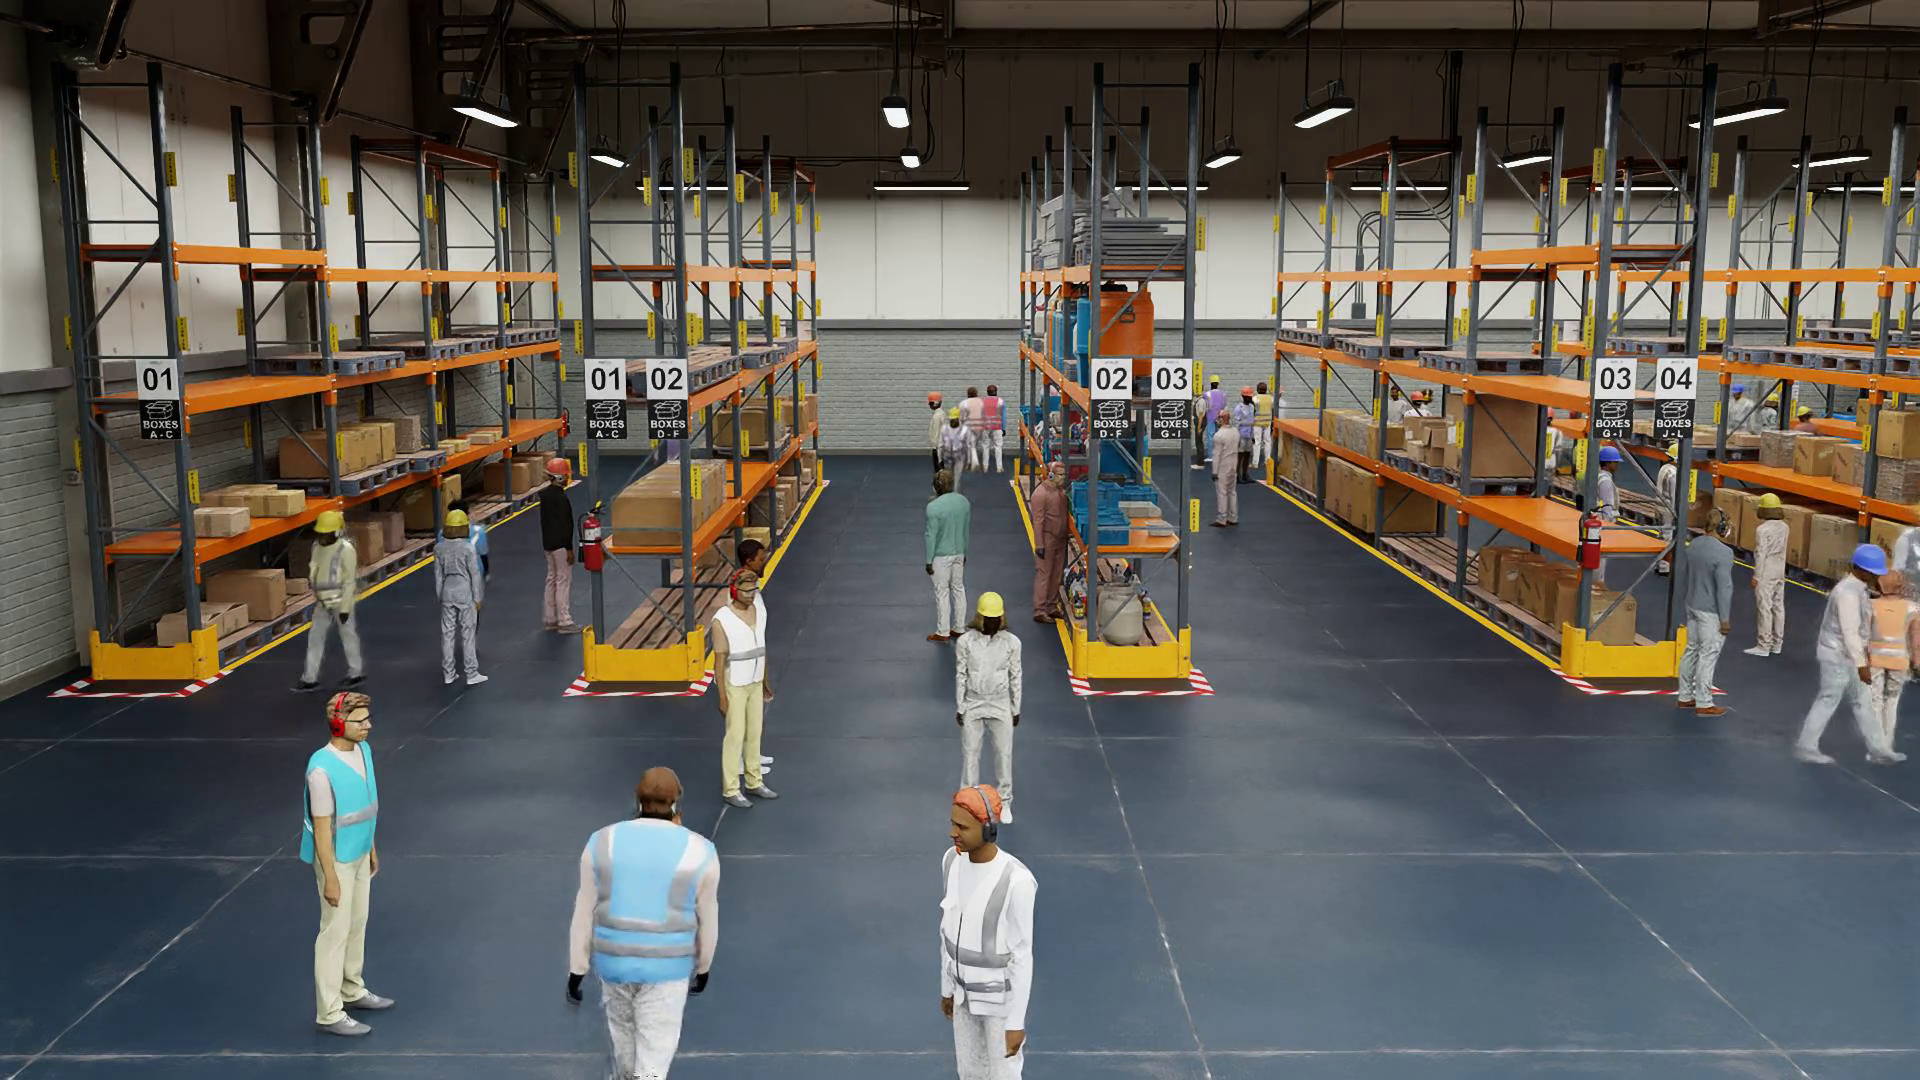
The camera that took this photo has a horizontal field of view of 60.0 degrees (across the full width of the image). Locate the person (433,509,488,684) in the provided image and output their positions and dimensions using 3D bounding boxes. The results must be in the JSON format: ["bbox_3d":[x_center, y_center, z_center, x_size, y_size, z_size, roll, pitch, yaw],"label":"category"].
[{"bbox_3d":[-4.957,0.562,16.483,0.489,1.744,0.295,2,9,14],"label":"person"}]

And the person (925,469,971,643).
[{"bbox_3d":[-0.146,0.182,18.345,0.372,1.930,0.631,9,12,44],"label":"person"}]

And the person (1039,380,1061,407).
[{"bbox_3d":[2.076,-2.721,36.645,0.682,2.000,0.537,0,9,2],"label":"person"}]

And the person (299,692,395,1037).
[{"bbox_3d":[-3.288,1.704,8.854,0.392,1.836,0.561,0,9,3],"label":"person"}]

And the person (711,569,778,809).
[{"bbox_3d":[-1.669,1.116,12.644,0.393,1.832,0.574,5,10,31],"label":"person"}]

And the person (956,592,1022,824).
[{"bbox_3d":[0.212,1.232,12.211,0.487,1.738,0.320,0,9,2],"label":"person"}]

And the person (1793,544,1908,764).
[{"bbox_3d":[7.287,0.954,13.518,0.864,1.885,0.633,7,11,38],"label":"person"}]

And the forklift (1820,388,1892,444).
[{"bbox_3d":[20.072,-3.110,36.462,1.873,2.768,1.129,0,9,0],"label":"forklift"}]

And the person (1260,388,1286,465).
[{"bbox_3d":[6.807,-2.503,36.239,0.591,1.738,0.528,-6,11,-33],"label":"person"}]

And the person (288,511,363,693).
[{"bbox_3d":[-6.109,0.610,16.015,0.614,1.789,0.854,6,10,32],"label":"person"}]

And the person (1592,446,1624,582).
[{"bbox_3d":[8.003,-0.195,20.696,0.388,1.947,0.612,1,9,9],"label":"person"}]

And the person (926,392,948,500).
[{"bbox_3d":[-0.414,-1.712,30.348,0.411,1.986,0.612,2,9,12],"label":"person"}]

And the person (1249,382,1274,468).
[{"bbox_3d":[6.435,-2.453,35.565,0.633,1.843,0.429,-3,9,-18],"label":"person"}]

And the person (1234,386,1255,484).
[{"bbox_3d":[5.632,-2.062,32.749,0.550,1.933,0.376,-9,12,-44],"label":"person"}]

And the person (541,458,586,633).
[{"bbox_3d":[-4.555,0.072,18.886,0.466,1.995,0.631,-7,11,-37],"label":"person"}]

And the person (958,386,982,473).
[{"bbox_3d":[0.287,-2.301,34.700,0.627,1.813,0.825,-4,10,-23],"label":"person"}]

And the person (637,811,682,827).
[{"bbox_3d":[-1.389,1.997,7.639,0.284,1.624,0.498,-2,9,-11],"label":"person"}]

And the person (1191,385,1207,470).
[{"bbox_3d":[5.073,-2.408,35.306,0.336,1.838,0.512,1,9,7],"label":"person"}]

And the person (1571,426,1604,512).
[{"bbox_3d":[10.123,-1.003,26.772,0.539,1.675,0.636,0,9,1],"label":"person"}]

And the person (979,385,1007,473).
[{"bbox_3d":[0.666,-2.321,34.724,0.624,1.841,0.430,2,9,11],"label":"person"}]

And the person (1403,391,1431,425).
[{"bbox_3d":[8.564,-1.829,31.279,0.545,1.931,0.381,-2,9,-10],"label":"person"}]

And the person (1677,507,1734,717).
[{"bbox_3d":[6.863,0.660,15.277,0.367,1.932,0.622,-1,9,-5],"label":"person"}]

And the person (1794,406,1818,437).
[{"bbox_3d":[15.172,-1.533,29.944,0.562,1.754,0.482,-3,9,-17],"label":"person"}]

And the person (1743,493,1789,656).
[{"bbox_3d":[8.607,0.367,17.744,0.487,1.741,0.314,-5,10,-30],"label":"person"}]

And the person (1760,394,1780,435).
[{"bbox_3d":[16.343,-2.090,33.586,0.325,1.731,0.490,-1,9,-4],"label":"person"}]

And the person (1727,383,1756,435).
[{"bbox_3d":[15.882,-2.245,33.979,0.543,1.918,0.686,-8,12,-40],"label":"person"}]

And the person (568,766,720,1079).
[{"bbox_3d":[-1.411,1.921,7.627,0.684,1.784,0.908,1,9,5],"label":"person"}]

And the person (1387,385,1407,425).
[{"bbox_3d":[8.989,-2.272,34.359,0.325,1.861,0.509,-8,12,-42],"label":"person"}]

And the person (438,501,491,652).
[{"bbox_3d":[-5.326,0.406,17.755,0.542,1.646,0.869,0,9,1],"label":"person"}]

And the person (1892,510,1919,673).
[{"bbox_3d":[9.698,0.508,16.637,0.621,1.790,0.886,-2,9,-12],"label":"person"}]

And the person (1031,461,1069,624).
[{"bbox_3d":[1.089,0.023,19.481,0.401,1.895,0.655,6,11,33],"label":"person"}]

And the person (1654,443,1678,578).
[{"bbox_3d":[9.578,-0.392,22.382,0.404,1.824,0.586,1,9,7],"label":"person"}]

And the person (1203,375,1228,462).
[{"bbox_3d":[5.615,-2.681,36.757,0.591,1.926,0.387,-3,9,-17],"label":"person"}]

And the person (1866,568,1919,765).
[{"bbox_3d":[7.669,1.030,13.854,0.538,1.607,0.688,2,9,14],"label":"person"}]

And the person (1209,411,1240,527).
[{"bbox_3d":[4.288,-1.159,27.091,0.397,1.899,0.635,8,12,43],"label":"person"}]

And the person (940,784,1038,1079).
[{"bbox_3d":[0.104,1.955,7.102,0.357,1.879,0.574,-7,11,-37],"label":"person"}]

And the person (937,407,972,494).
[{"bbox_3d":[-0.081,-1.443,29.199,0.615,1.807,0.673,3,9,16],"label":"person"}]

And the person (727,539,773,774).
[{"bbox_3d":[-1.740,0.940,13.532,0.401,1.915,0.591,-1,9,-5],"label":"person"}]
